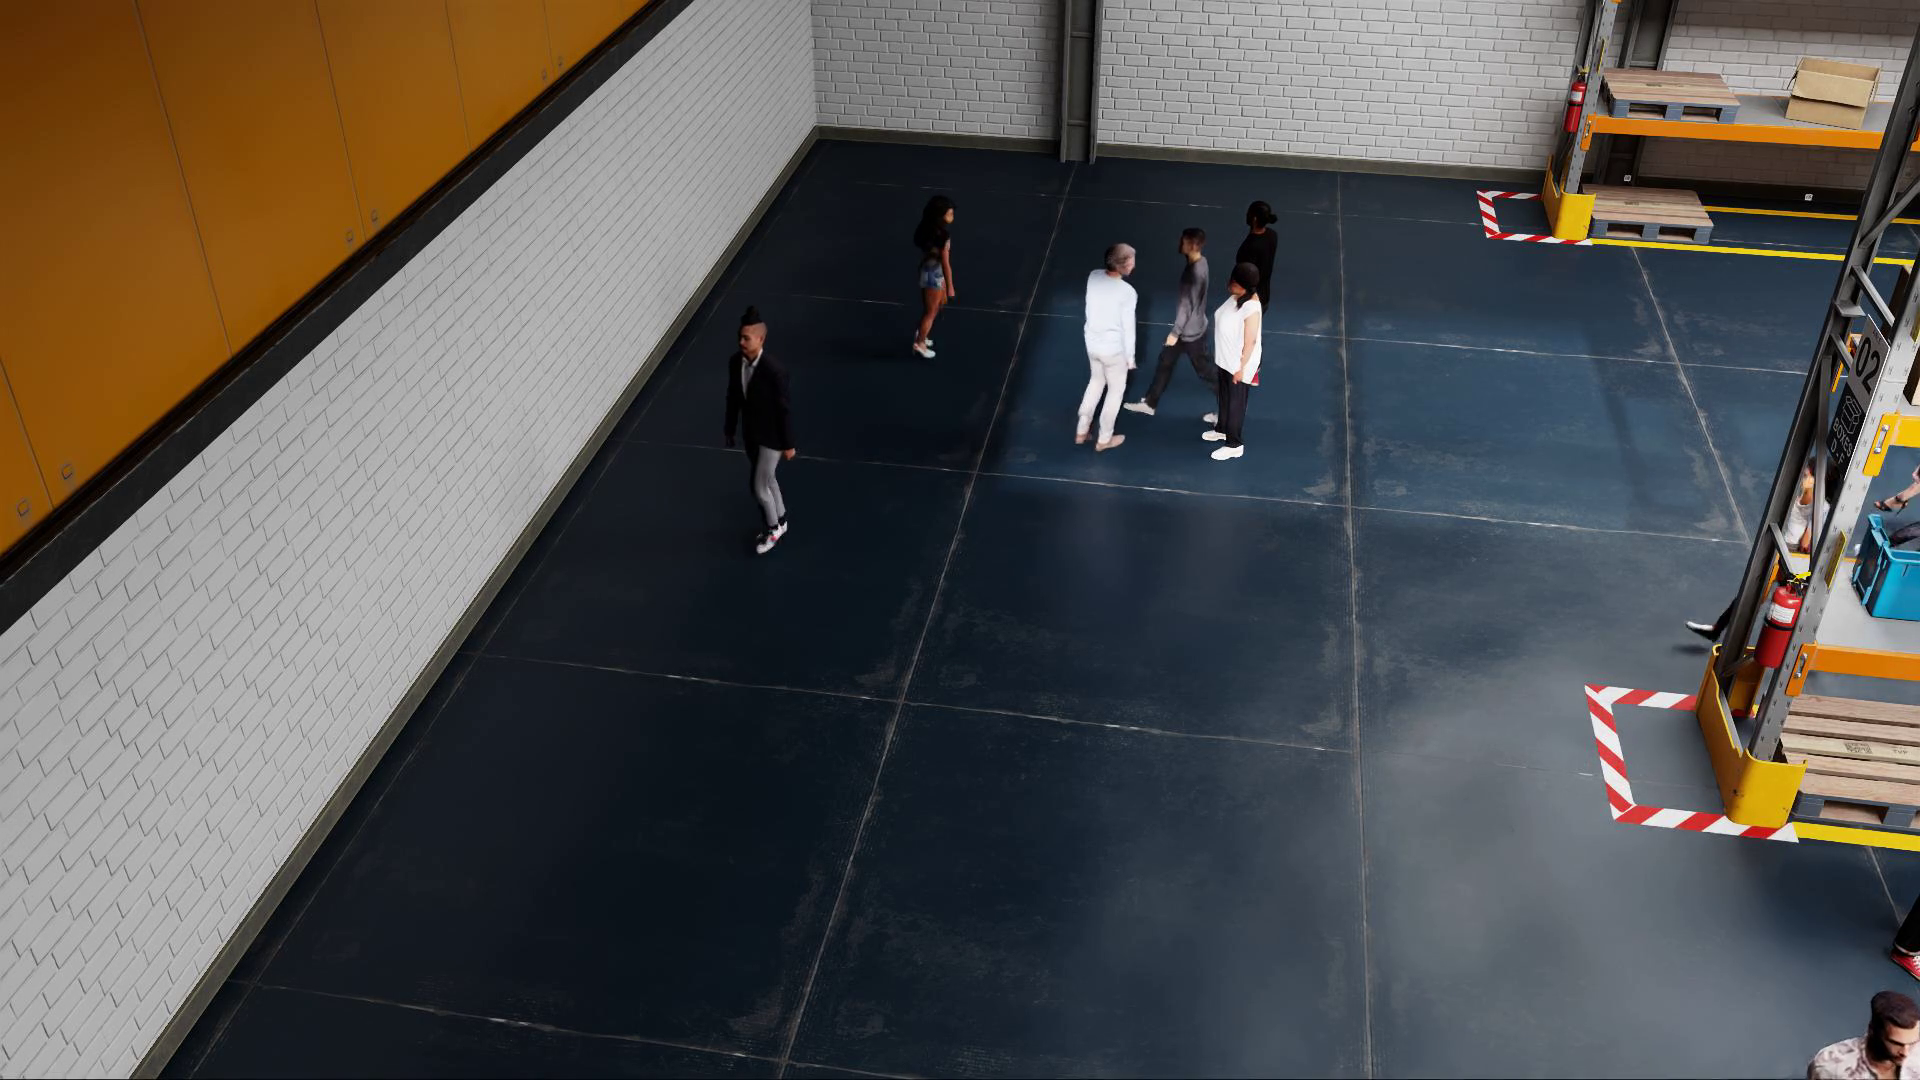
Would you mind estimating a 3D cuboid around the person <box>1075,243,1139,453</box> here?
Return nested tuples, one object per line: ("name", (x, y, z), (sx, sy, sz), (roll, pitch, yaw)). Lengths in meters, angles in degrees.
("person", (1.141, -1.502, 13.328), (0.841, 1.859, 0.916), (26, 42, 34))

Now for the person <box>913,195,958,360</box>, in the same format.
("person", (-0.280, -2.319, 14.805), (0.725, 1.586, 0.693), (-11, 35, -17))

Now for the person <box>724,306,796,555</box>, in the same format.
("person", (-1.384, -0.840, 12.263), (0.815, 1.936, 0.919), (25, 41, 32))

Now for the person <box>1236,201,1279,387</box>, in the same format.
("person", (2.505, -2.084, 14.296), (0.714, 1.758, 0.714), (20, 39, 28))

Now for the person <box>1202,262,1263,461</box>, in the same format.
("person", (2.216, -1.471, 13.437), (0.685, 1.688, 0.711), (-2, 34, -3))

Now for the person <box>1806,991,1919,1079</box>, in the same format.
("person", (3.837, 2.559, 7.281), (1.105, 1.791, 0.948), (-4, 34, -6))

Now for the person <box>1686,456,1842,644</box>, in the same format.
("person", (5.626, 0.178, 11.046), (1.087, 1.588, 0.596), (5, 34, 8))

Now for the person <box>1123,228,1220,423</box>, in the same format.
("person", (2.001, -1.717, 13.786), (1.210, 1.710, 0.718), (2, 34, 3))
